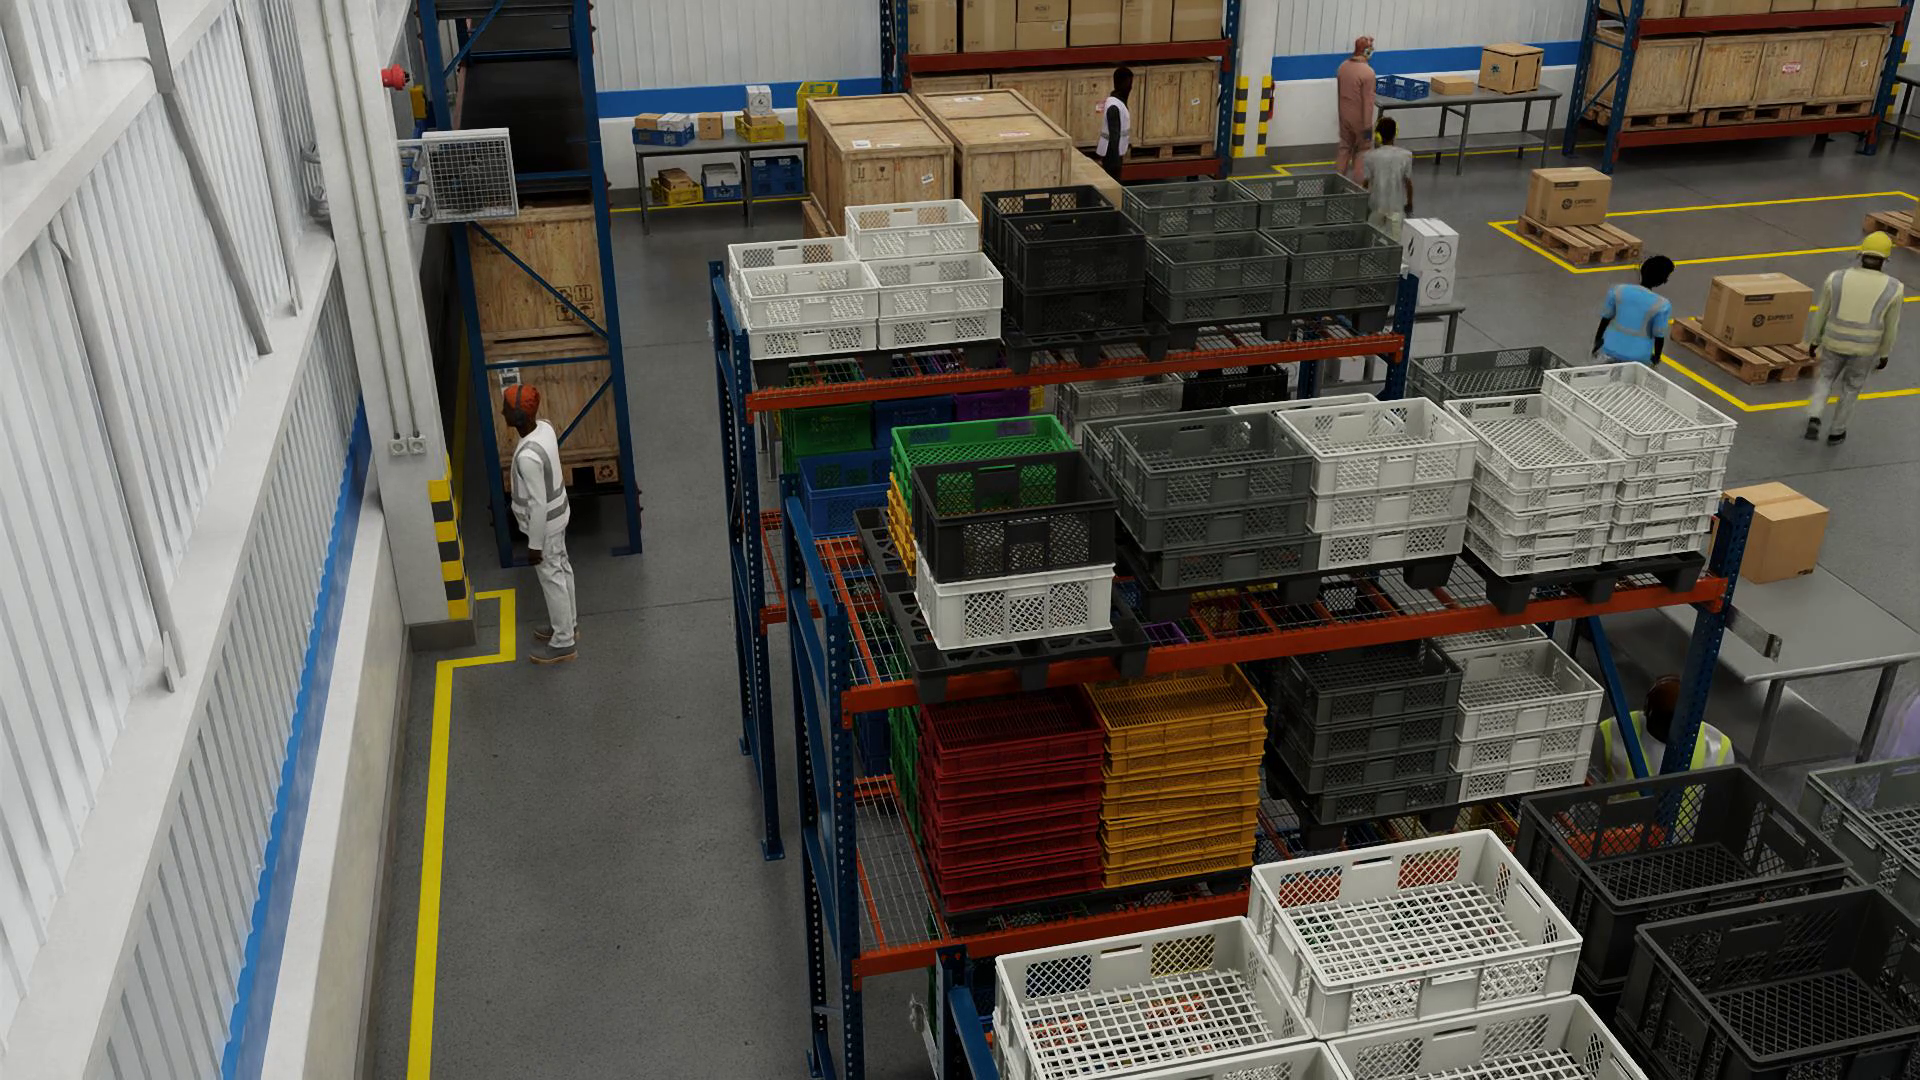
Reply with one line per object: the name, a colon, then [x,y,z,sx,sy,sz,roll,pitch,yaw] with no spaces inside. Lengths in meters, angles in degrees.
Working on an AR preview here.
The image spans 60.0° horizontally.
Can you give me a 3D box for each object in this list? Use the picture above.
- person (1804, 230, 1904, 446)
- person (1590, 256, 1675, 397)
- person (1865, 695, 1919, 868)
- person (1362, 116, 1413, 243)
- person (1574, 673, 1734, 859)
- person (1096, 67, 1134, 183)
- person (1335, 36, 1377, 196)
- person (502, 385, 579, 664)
person: [7.185,-1.596,13.396,0.609,1.815,0.470,20,34,33]
person: [5.302,-1.492,13.372,0.424,1.662,0.660,-23,35,-36]
person: [4.555,1.354,7.729,0.870,1.889,0.664,8,29,14]
person: [4.227,-3.266,16.534,0.573,1.846,0.461,8,29,15]
person: [3.145,1.413,7.678,0.629,1.837,0.429,9,29,16]
person: [1.694,-4.226,18.287,0.390,1.914,0.587,3,28,6]
person: [4.749,-5.053,19.877,0.458,1.905,0.683,-12,30,-21]
person: [-2.644,-0.105,10.499,0.358,1.883,0.572,-1,28,-3]
